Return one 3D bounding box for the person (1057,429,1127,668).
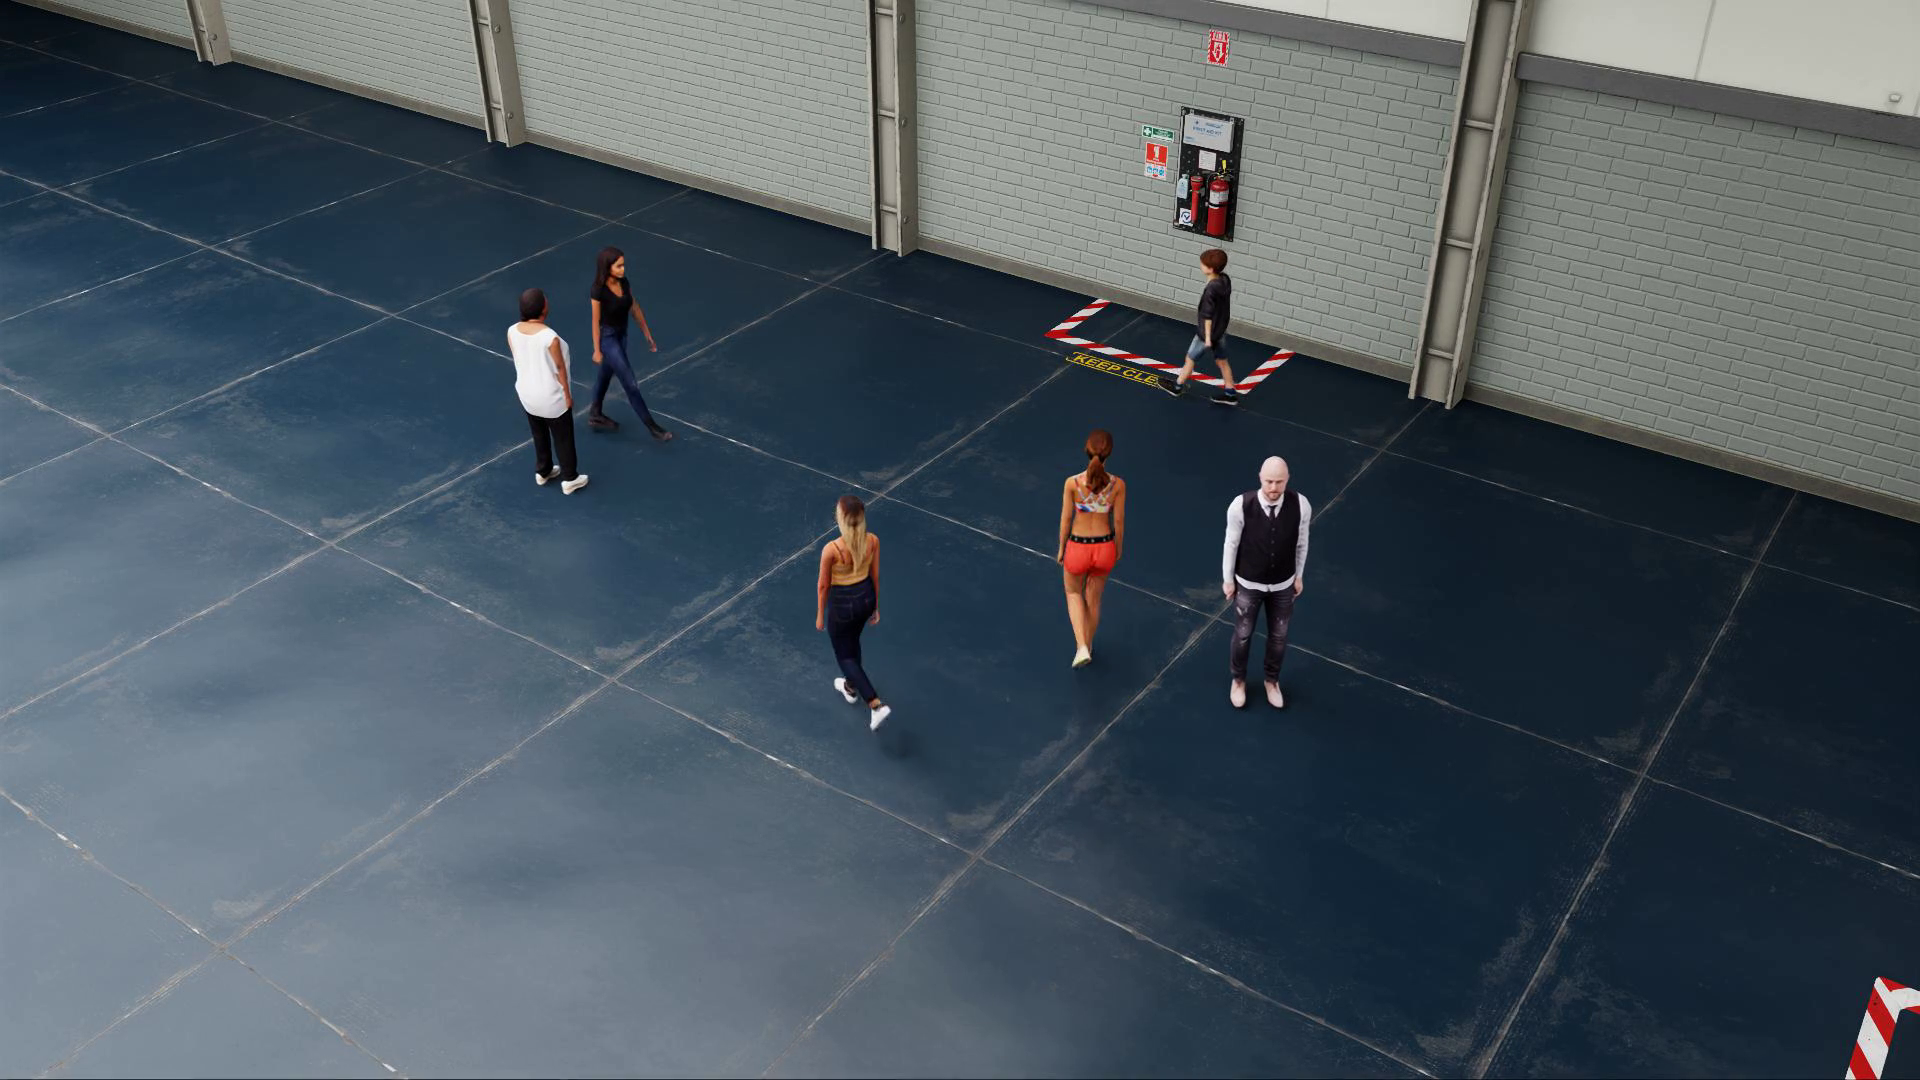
[{"bbox_3d":[0.851,0.128,10.889,0.848,1.777,0.875,0,32,0],"label":"person"}]

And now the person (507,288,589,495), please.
[{"bbox_3d":[-3.242,-1.178,13.045,0.550,1.685,0.714,18,36,26],"label":"person"}]

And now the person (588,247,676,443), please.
[{"bbox_3d":[-2.929,-1.613,13.733,1.189,1.686,0.707,13,34,20],"label":"person"}]

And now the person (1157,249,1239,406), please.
[{"bbox_3d":[2.217,-1.794,14.280,0.942,1.408,0.538,19,37,28],"label":"person"}]

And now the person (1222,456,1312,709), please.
[{"bbox_3d":[1.950,0.257,10.642,0.758,1.822,0.848,-1,32,-1],"label":"person"}]

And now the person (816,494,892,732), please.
[{"bbox_3d":[-0.654,0.484,10.482,0.804,1.609,1.064,-19,37,-28],"label":"person"}]
